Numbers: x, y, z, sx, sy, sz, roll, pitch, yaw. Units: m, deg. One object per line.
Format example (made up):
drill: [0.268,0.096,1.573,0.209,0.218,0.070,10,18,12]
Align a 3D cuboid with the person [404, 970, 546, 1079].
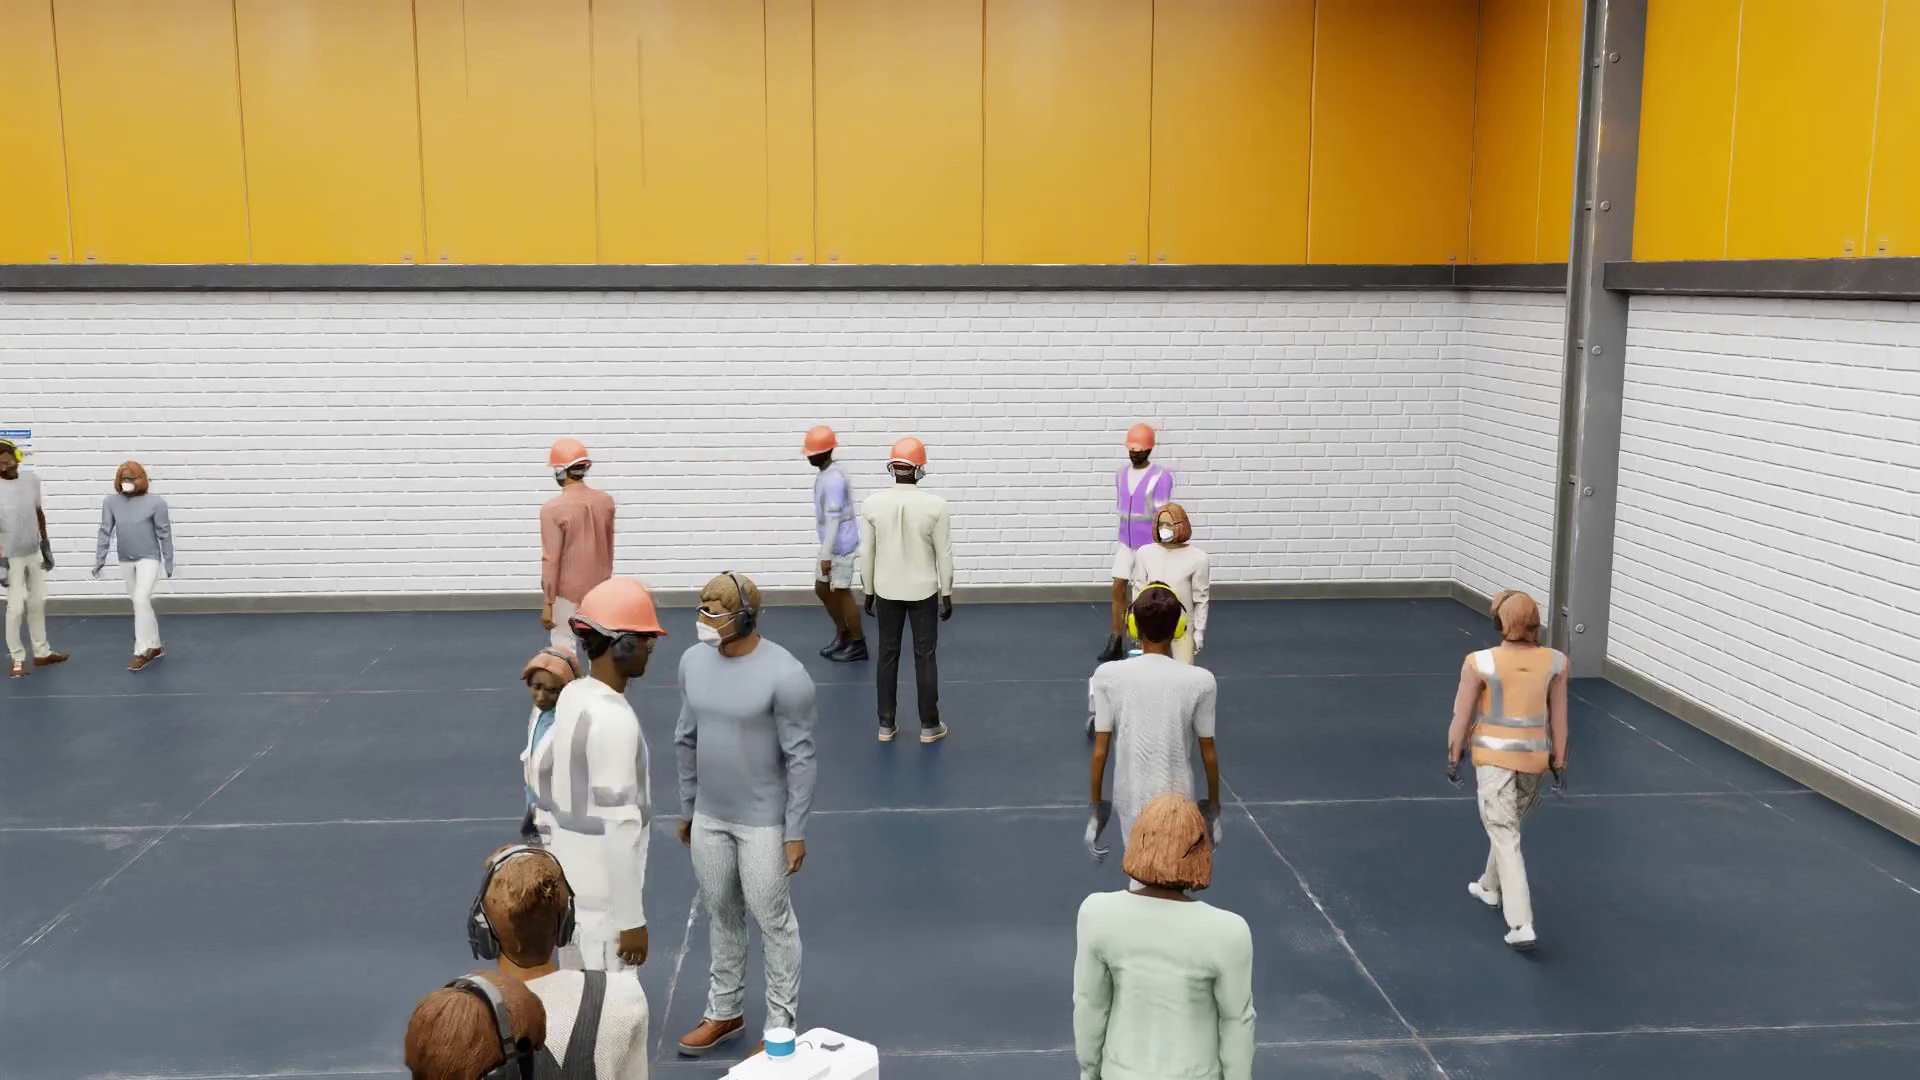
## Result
person: [-0.870,1.660,2.964,0.635,1.833,0.432,5,10,26]

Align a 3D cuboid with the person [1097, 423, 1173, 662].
person: [1.484,-0.004,13.242,0.535,1.894,0.950,8,12,42]

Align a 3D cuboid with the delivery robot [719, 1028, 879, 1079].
delivery robot: [-0.585,1.849,5.462,0.477,0.478,0.707,7,11,36]

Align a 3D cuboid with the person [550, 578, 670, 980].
person: [-1.185,1.146,5.623,0.468,2.018,0.648,-4,10,-24]

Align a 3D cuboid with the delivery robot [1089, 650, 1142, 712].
delivery robot: [1.164,0.969,10.972,0.477,0.478,0.707,8,12,40]

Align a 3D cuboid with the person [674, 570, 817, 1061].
person: [-0.828,1.064,6.360,0.631,1.936,0.362,6,11,33]

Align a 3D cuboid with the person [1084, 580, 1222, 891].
person: [0.777,1.075,6.658,0.531,1.834,0.973,3,9,15]

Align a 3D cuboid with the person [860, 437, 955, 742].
person: [-0.338,0.326,10.810,0.621,1.994,0.381,2,9,11]

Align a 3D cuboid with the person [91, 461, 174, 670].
person: [-6.399,0.196,12.839,0.515,1.606,0.728,1,9,8]

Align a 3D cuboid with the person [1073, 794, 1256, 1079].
person: [0.556,1.500,4.570,0.503,1.632,0.274,4,10,23]

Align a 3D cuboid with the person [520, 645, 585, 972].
person: [-1.526,1.191,6.558,0.380,1.628,0.675,-4,10,-25]

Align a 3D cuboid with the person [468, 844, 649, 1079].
person: [-0.902,1.549,3.602,0.507,1.847,0.343,-7,12,-39]

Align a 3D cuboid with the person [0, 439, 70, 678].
person: [-7.095,0.116,12.691,0.325,1.829,0.737,3,9,16]

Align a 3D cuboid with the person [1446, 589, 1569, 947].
person: [2.532,1.026,7.660,0.528,1.599,0.844,-1,9,-8]

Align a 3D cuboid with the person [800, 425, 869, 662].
person: [-0.978,0.039,12.932,0.576,1.889,0.567,-3,9,-15]

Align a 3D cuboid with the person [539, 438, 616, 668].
person: [-2.482,0.328,10.814,0.396,1.992,0.632,7,11,36]

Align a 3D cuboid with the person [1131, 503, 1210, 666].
person: [1.302,0.575,10.380,0.497,1.633,0.285,4,10,26]
